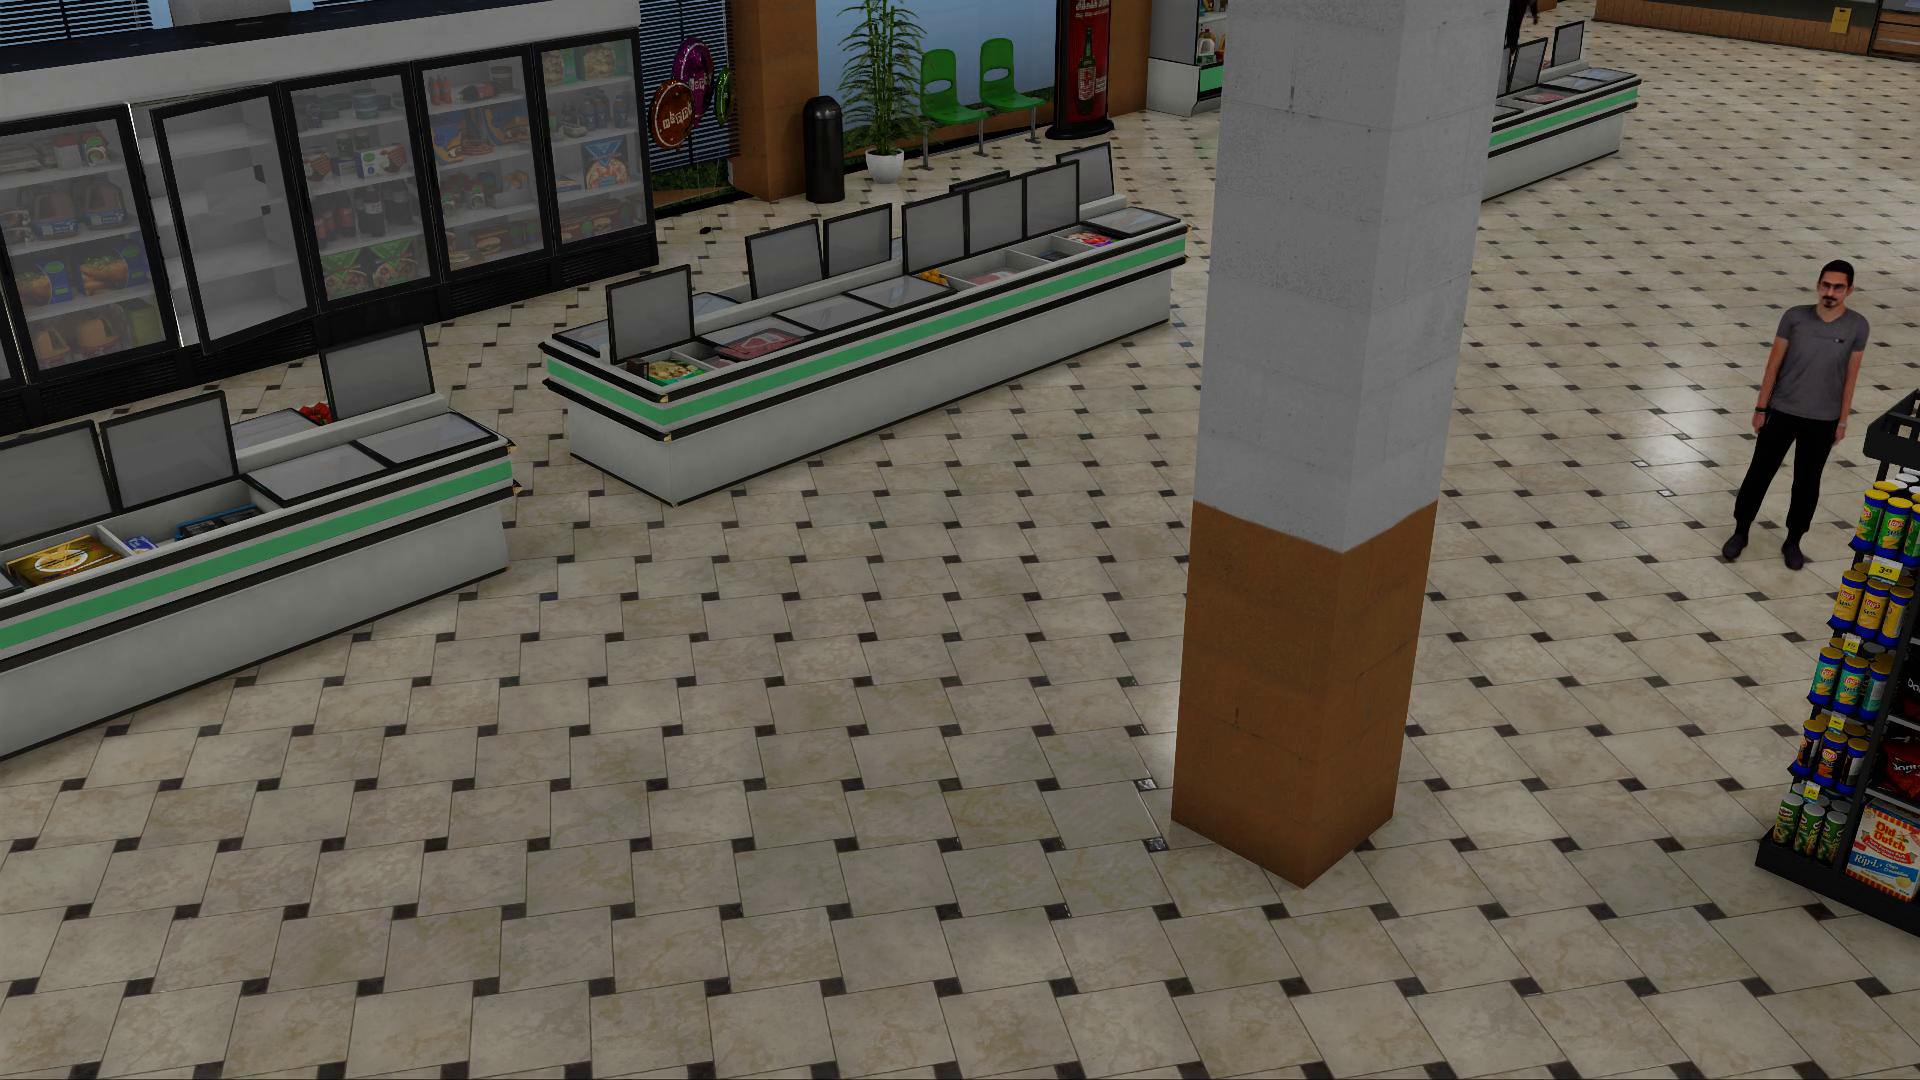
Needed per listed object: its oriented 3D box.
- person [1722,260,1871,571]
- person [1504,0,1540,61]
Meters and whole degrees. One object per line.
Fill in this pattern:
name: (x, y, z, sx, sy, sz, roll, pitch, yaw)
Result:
person: (4.647, -0.701, 9.172, 0.689, 1.754, 0.650, 12, 29, 22)
person: (6.811, -6.600, 20.739, 0.856, 1.812, 0.862, -16, 31, -28)
